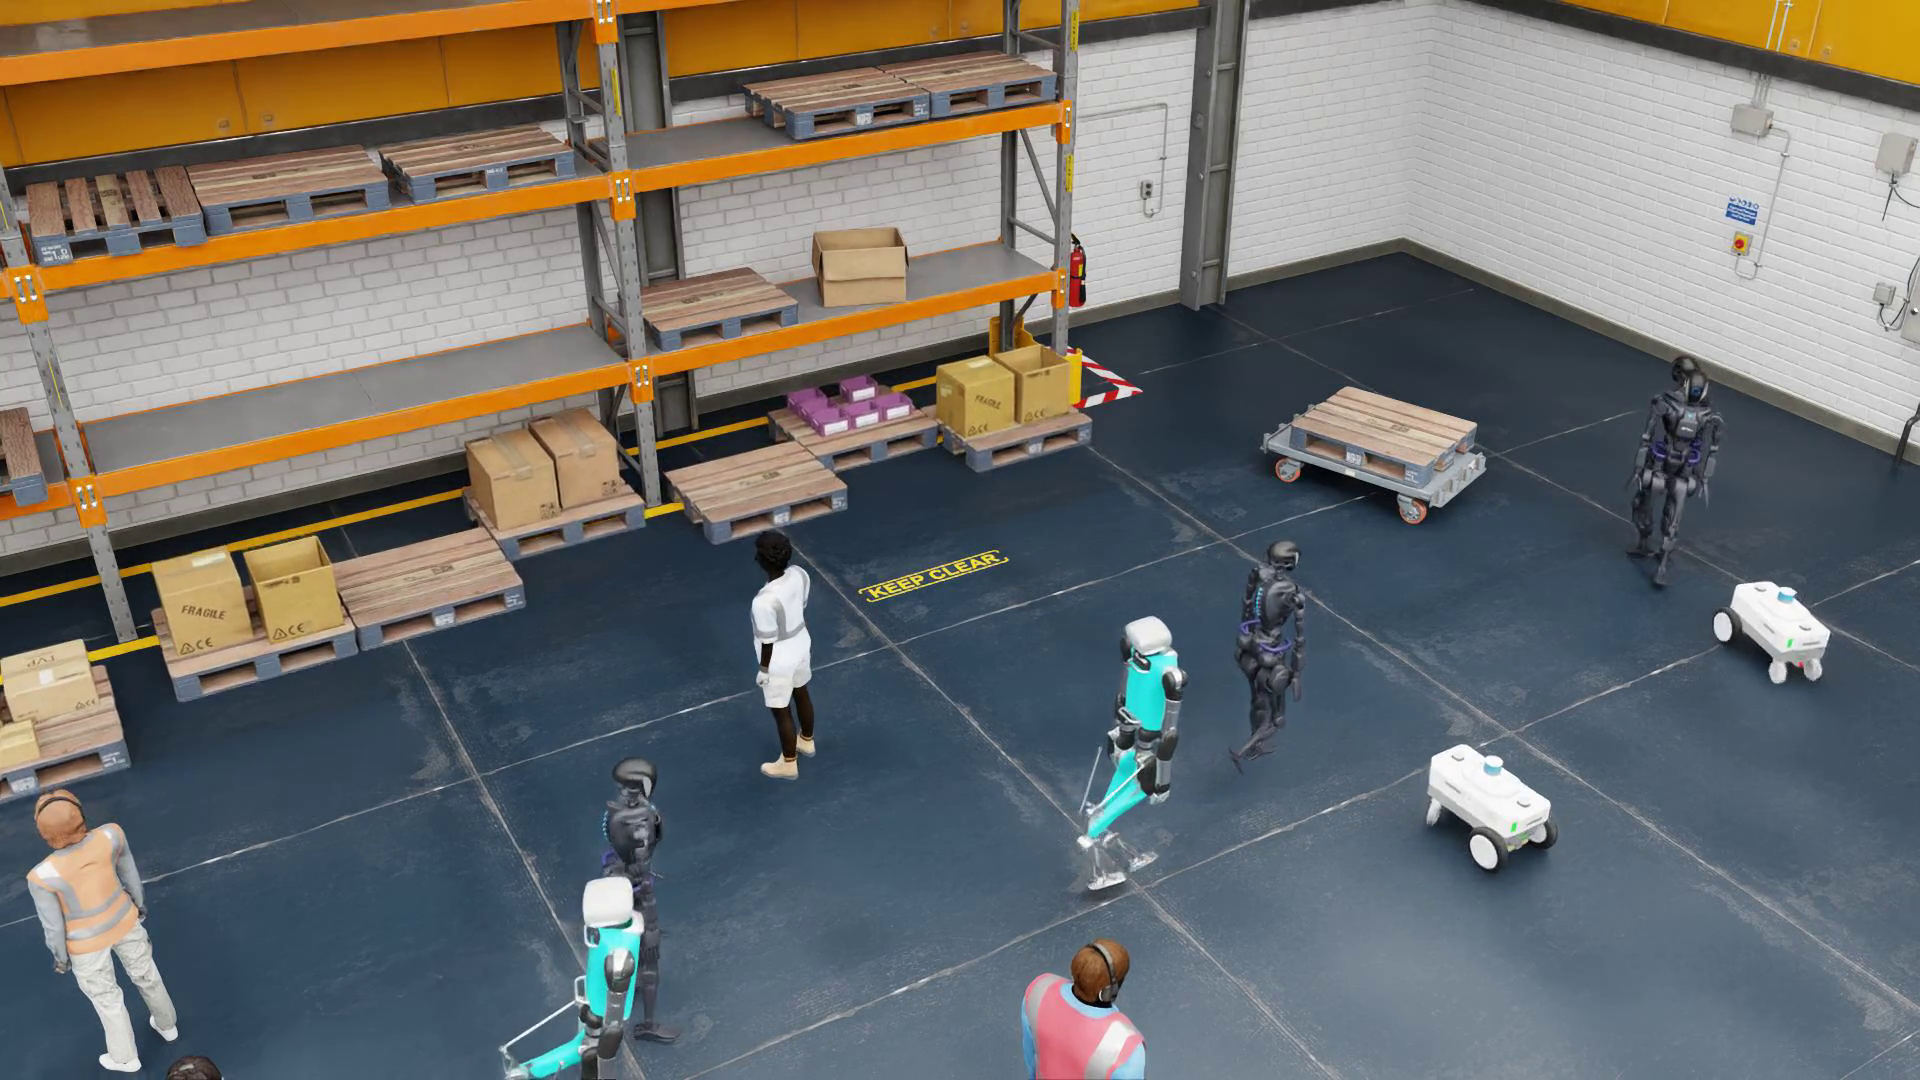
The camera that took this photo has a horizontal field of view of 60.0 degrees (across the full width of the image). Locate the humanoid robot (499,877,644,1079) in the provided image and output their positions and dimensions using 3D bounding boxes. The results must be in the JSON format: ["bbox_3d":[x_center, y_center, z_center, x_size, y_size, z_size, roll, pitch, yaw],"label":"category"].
[{"bbox_3d":[-1.763,2.282,7.441,1.005,1.728,0.533,-7,30,-12],"label":"humanoid robot"}]

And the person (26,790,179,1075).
[{"bbox_3d":[-4.218,1.927,8.170,0.308,1.636,0.521,15,33,25],"label":"person"}]

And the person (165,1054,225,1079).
[{"bbox_3d":[-2.798,2.746,6.476,0.544,1.878,0.405,-14,32,-24],"label":"person"}]

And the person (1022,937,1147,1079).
[{"bbox_3d":[0.554,2.424,7.086,0.429,1.841,0.632,-26,39,-38],"label":"person"}]

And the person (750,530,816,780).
[{"bbox_3d":[-1.101,0.705,10.273,0.317,1.695,0.539,12,32,21],"label":"person"}]

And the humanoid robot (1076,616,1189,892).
[{"bbox_3d":[0.859,1.286,9.226,0.833,1.794,0.544,-14,32,-24],"label":"humanoid robot"}]

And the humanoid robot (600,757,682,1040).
[{"bbox_3d":[-1.653,1.784,8.383,0.377,1.640,0.610,-11,31,-19],"label":"humanoid robot"}]

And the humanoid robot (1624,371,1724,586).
[{"bbox_3d":[5.313,-0.471,12.395,0.602,1.634,0.639,9,31,16],"label":"humanoid robot"}]

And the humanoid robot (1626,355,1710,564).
[{"bbox_3d":[5.390,-0.600,12.607,0.589,1.637,0.401,-10,31,-17],"label":"humanoid robot"}]

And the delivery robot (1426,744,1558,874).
[{"bbox_3d":[3.151,1.570,9.903,0.508,0.594,0.765,-17,33,-27],"label":"delivery robot"}]

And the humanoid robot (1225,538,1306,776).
[{"bbox_3d":[1.837,0.721,10.278,0.531,1.643,0.588,-17,34,-27],"label":"humanoid robot"}]

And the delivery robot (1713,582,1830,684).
[{"bbox_3d":[5.699,0.605,11.630,0.499,0.611,0.809,-5,30,-9],"label":"delivery robot"}]
